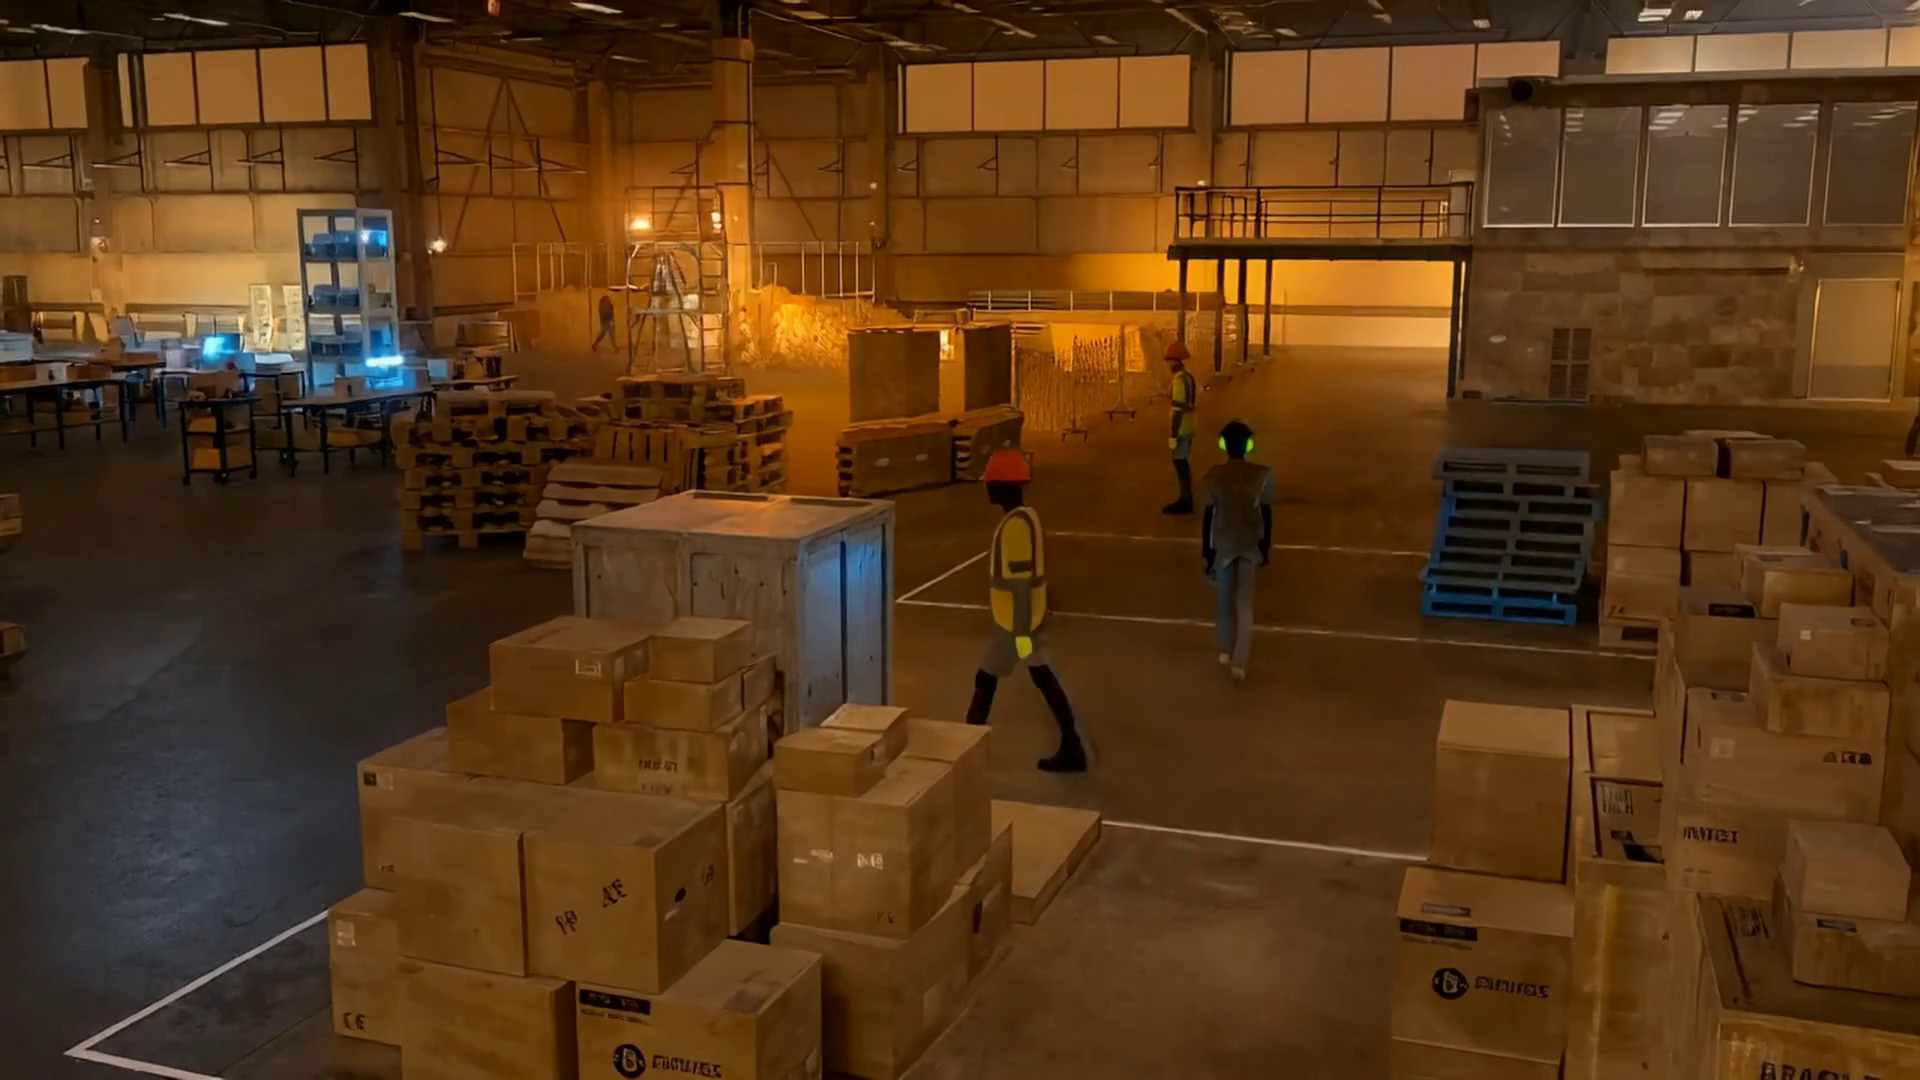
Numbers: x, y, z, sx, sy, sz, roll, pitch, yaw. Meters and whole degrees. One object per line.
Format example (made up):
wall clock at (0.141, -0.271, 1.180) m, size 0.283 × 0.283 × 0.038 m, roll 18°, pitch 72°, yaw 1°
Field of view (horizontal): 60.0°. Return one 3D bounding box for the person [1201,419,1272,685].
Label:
person at (1.939, 0.076, 11.661) m, size 0.511 × 1.832 × 0.987 m, roll 2°, pitch 10°, yaw 10°

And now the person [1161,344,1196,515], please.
person at (2.461, -1.244, 18.781) m, size 0.391 × 1.930 × 0.539 m, roll 4°, pitch 11°, yaw 19°

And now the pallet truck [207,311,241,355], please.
pallet truck at (-19.537, -5.575, 44.913) m, size 0.653 × 1.274 × 1.630 m, roll 3°, pitch 11°, yaw 19°

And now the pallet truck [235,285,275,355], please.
pallet truck at (-18.327, -5.835, 44.421) m, size 0.823 × 1.965 × 1.885 m, roll 4°, pitch 11°, yaw 23°

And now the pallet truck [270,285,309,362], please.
pallet truck at (-17.147, -5.700, 43.663) m, size 0.823 × 1.965 × 1.885 m, roll 3°, pitch 11°, yaw 17°

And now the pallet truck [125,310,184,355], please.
pallet truck at (-22.038, -5.665, 45.457) m, size 0.704 × 1.261 × 1.522 m, roll 3°, pitch 11°, yaw 17°

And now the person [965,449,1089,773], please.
person at (0.292, 0.417, 9.538) m, size 1.015 × 1.882 × 0.565 m, roll 2°, pitch 10°, yaw 11°

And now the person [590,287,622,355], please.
person at (-9.758, -6.011, 45.743) m, size 0.791 × 1.886 × 0.654 m, roll -8°, pitch 13°, yaw -40°

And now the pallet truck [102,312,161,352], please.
pallet truck at (-23.057, -5.777, 46.261) m, size 0.680 × 1.201 × 1.601 m, roll 3°, pitch 11°, yaw 19°

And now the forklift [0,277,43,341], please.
forklift at (-27.151, -6.329, 46.328) m, size 1.157 × 1.987 × 2.680 m, roll 3°, pitch 11°, yaw 17°

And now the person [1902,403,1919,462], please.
person at (13.637, -1.994, 23.220) m, size 0.684 × 1.847 × 0.702 m, roll -6°, pitch 11°, yaw -28°
